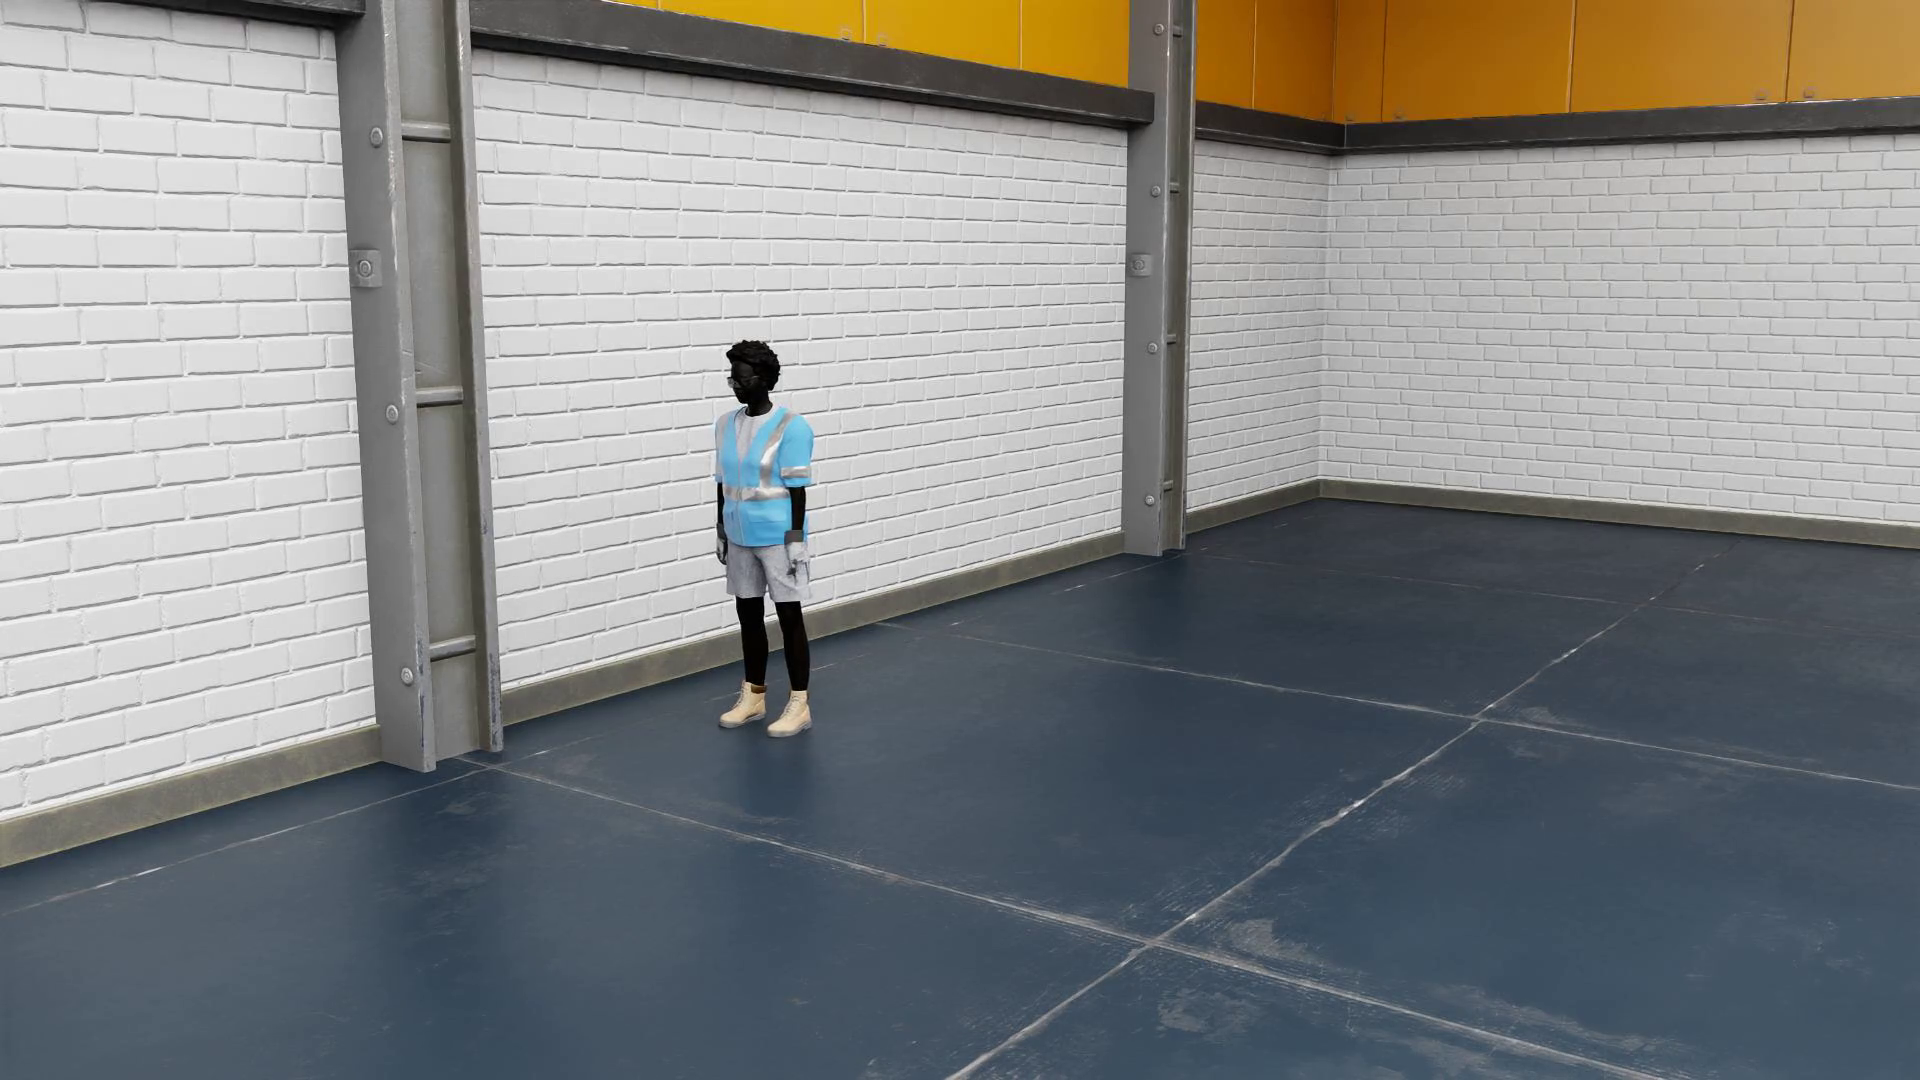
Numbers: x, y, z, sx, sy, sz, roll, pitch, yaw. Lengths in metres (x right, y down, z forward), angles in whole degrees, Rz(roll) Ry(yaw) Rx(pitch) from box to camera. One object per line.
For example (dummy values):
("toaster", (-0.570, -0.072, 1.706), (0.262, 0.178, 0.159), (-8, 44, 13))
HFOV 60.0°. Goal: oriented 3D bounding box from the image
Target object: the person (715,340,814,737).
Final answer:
("person", (-0.846, -0.008, 7.124), (0.535, 1.691, 0.320), (7, 12, 34))
